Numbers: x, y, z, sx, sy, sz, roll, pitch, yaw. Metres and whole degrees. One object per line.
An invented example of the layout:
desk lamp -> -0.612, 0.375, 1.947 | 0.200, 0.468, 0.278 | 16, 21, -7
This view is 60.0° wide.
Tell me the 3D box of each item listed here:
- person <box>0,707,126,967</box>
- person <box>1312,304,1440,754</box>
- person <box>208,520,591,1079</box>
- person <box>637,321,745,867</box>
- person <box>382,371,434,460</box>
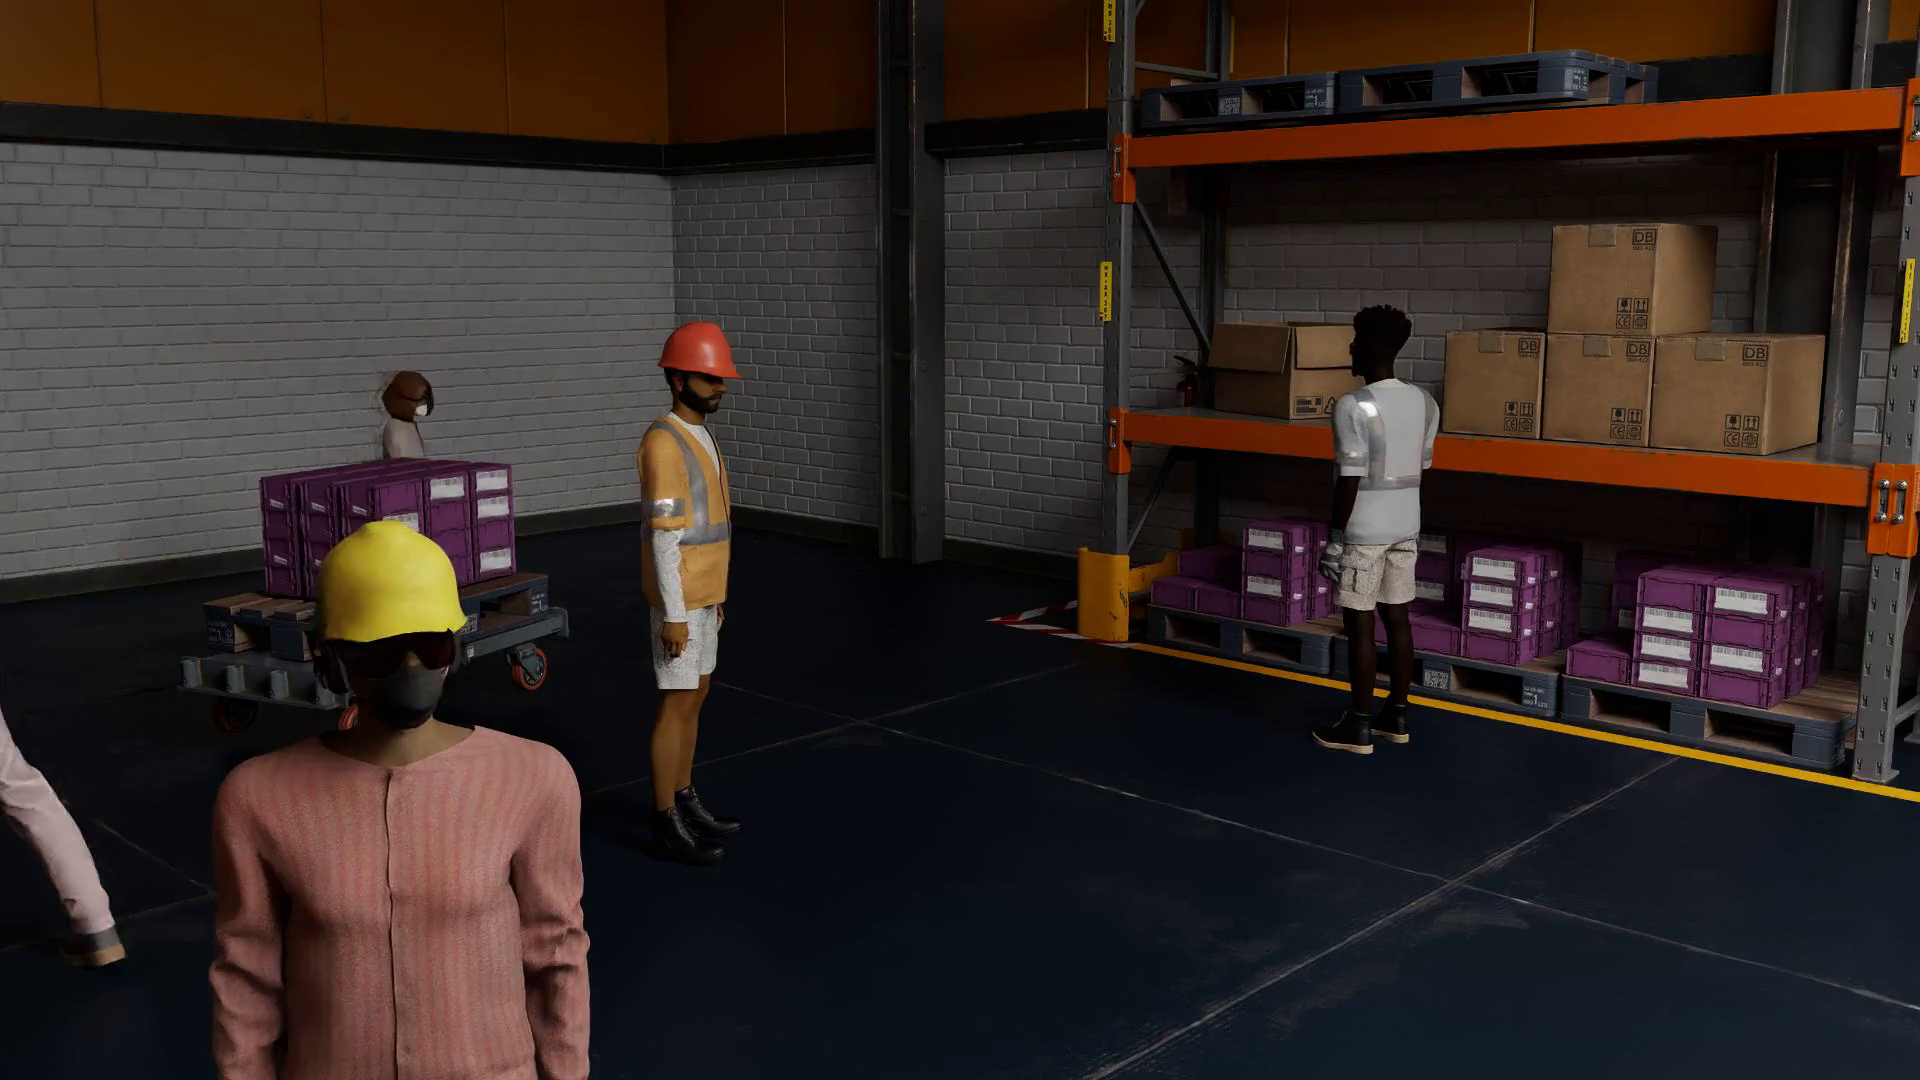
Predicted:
person -> -2.958, 0.405, 4.759 | 0.932, 1.923, 0.668 | 0, 9, 2
person -> 1.822, -0.046, 7.322 | 0.611, 1.966, 0.362 | -7, 12, -36
person -> -0.806, 0.849, 2.448 | 0.532, 1.768, 0.311 | -3, 10, -16
person -> -0.949, 0.187, 5.987 | 0.373, 1.933, 0.550 | 1, 9, 6
person -> -2.976, -0.128, 9.016 | 0.844, 1.576, 0.521 | -1, 9, -7
